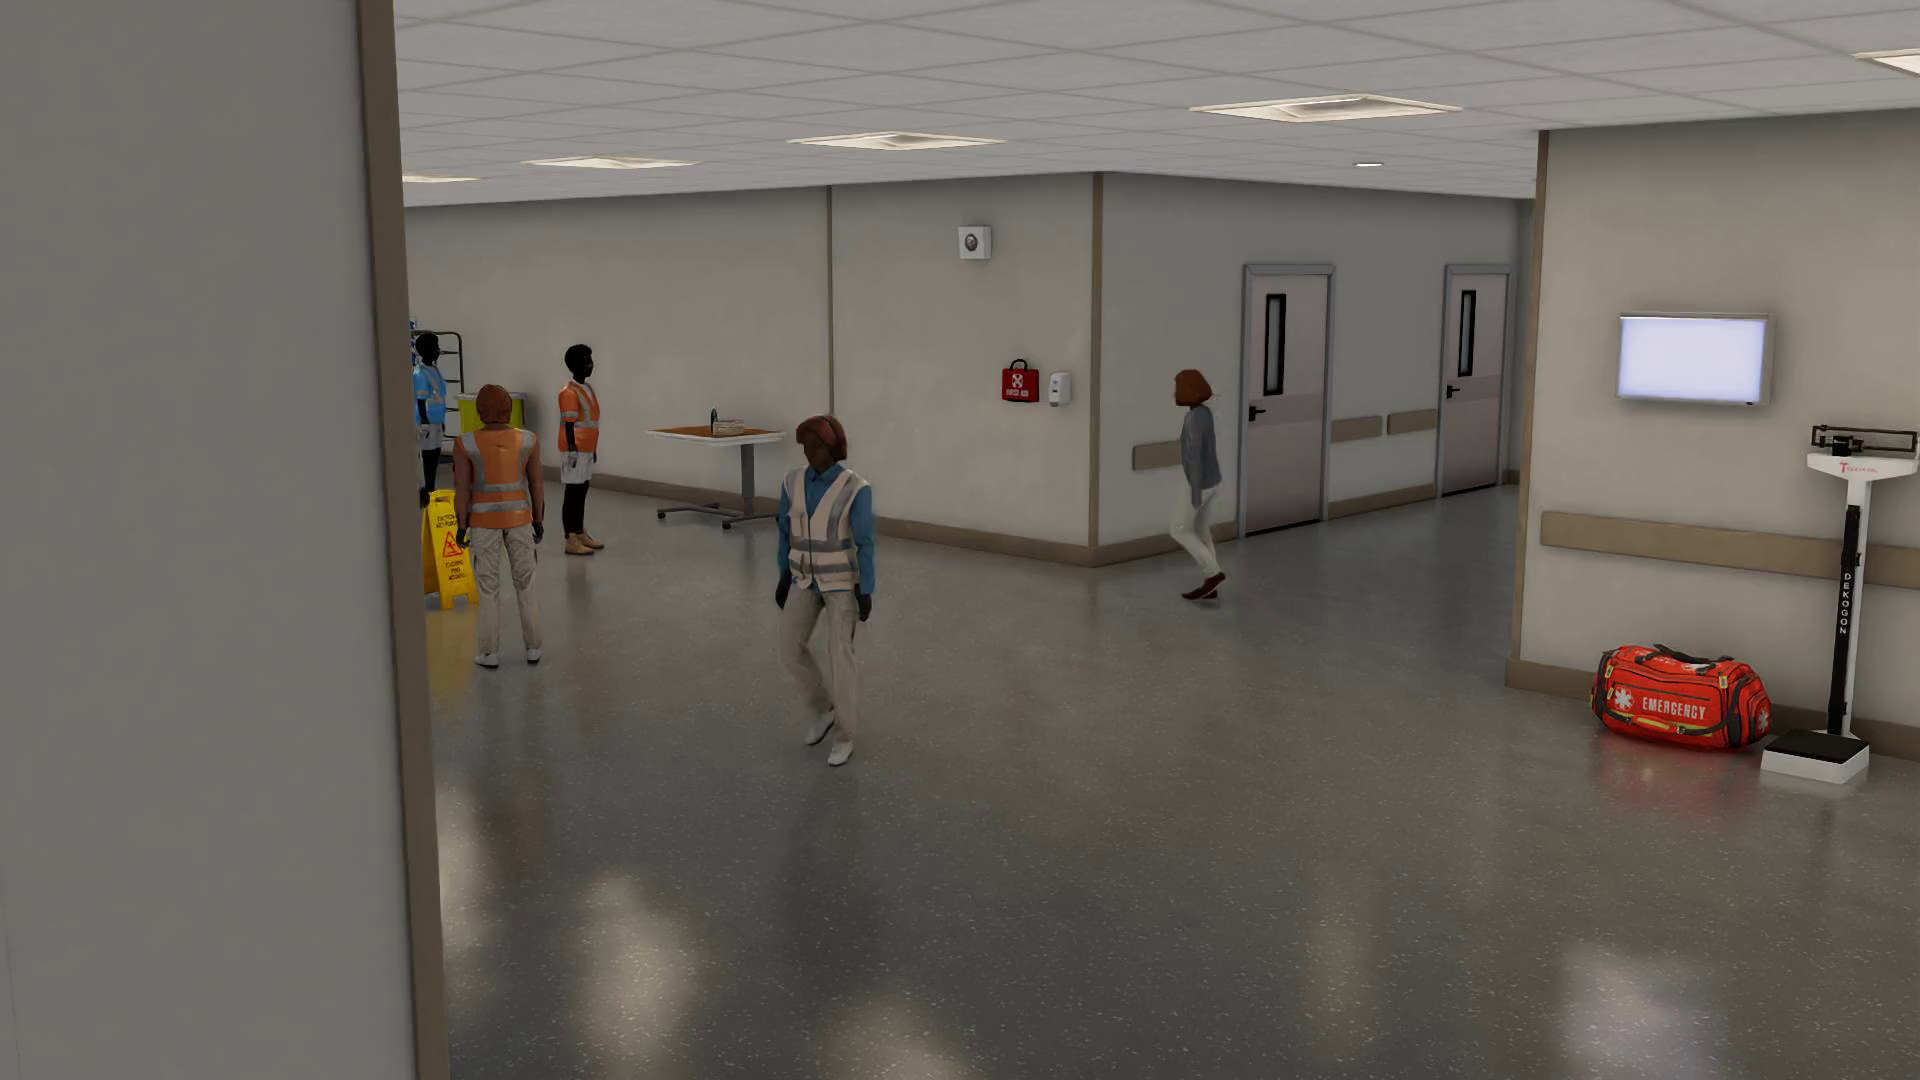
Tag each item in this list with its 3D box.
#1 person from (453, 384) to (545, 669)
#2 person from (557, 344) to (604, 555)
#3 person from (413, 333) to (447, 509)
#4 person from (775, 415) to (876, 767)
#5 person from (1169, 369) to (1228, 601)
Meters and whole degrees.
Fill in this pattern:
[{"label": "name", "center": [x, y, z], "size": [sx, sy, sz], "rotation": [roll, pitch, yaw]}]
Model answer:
[{"label": "person", "center": [-2.656, -0.077, 9.614], "size": [0.523, 1.638, 0.311], "rotation": [-5, 11, -28]}, {"label": "person", "center": [-3.076, -0.733, 13.456], "size": [0.322, 1.696, 0.536], "rotation": [1, 9, 6]}, {"label": "person", "center": [-5.100, -1.145, 16.008], "size": [0.319, 1.692, 0.566], "rotation": [0, 9, 0]}, {"label": "person", "center": [-0.623, 0.227, 7.771], "size": [0.557, 1.630, 0.346], "rotation": [6, 11, 32]}, {"label": "person", "center": [1.624, -0.361, 11.426], "size": [0.361, 1.611, 0.562], "rotation": [3, 10, 20]}]
